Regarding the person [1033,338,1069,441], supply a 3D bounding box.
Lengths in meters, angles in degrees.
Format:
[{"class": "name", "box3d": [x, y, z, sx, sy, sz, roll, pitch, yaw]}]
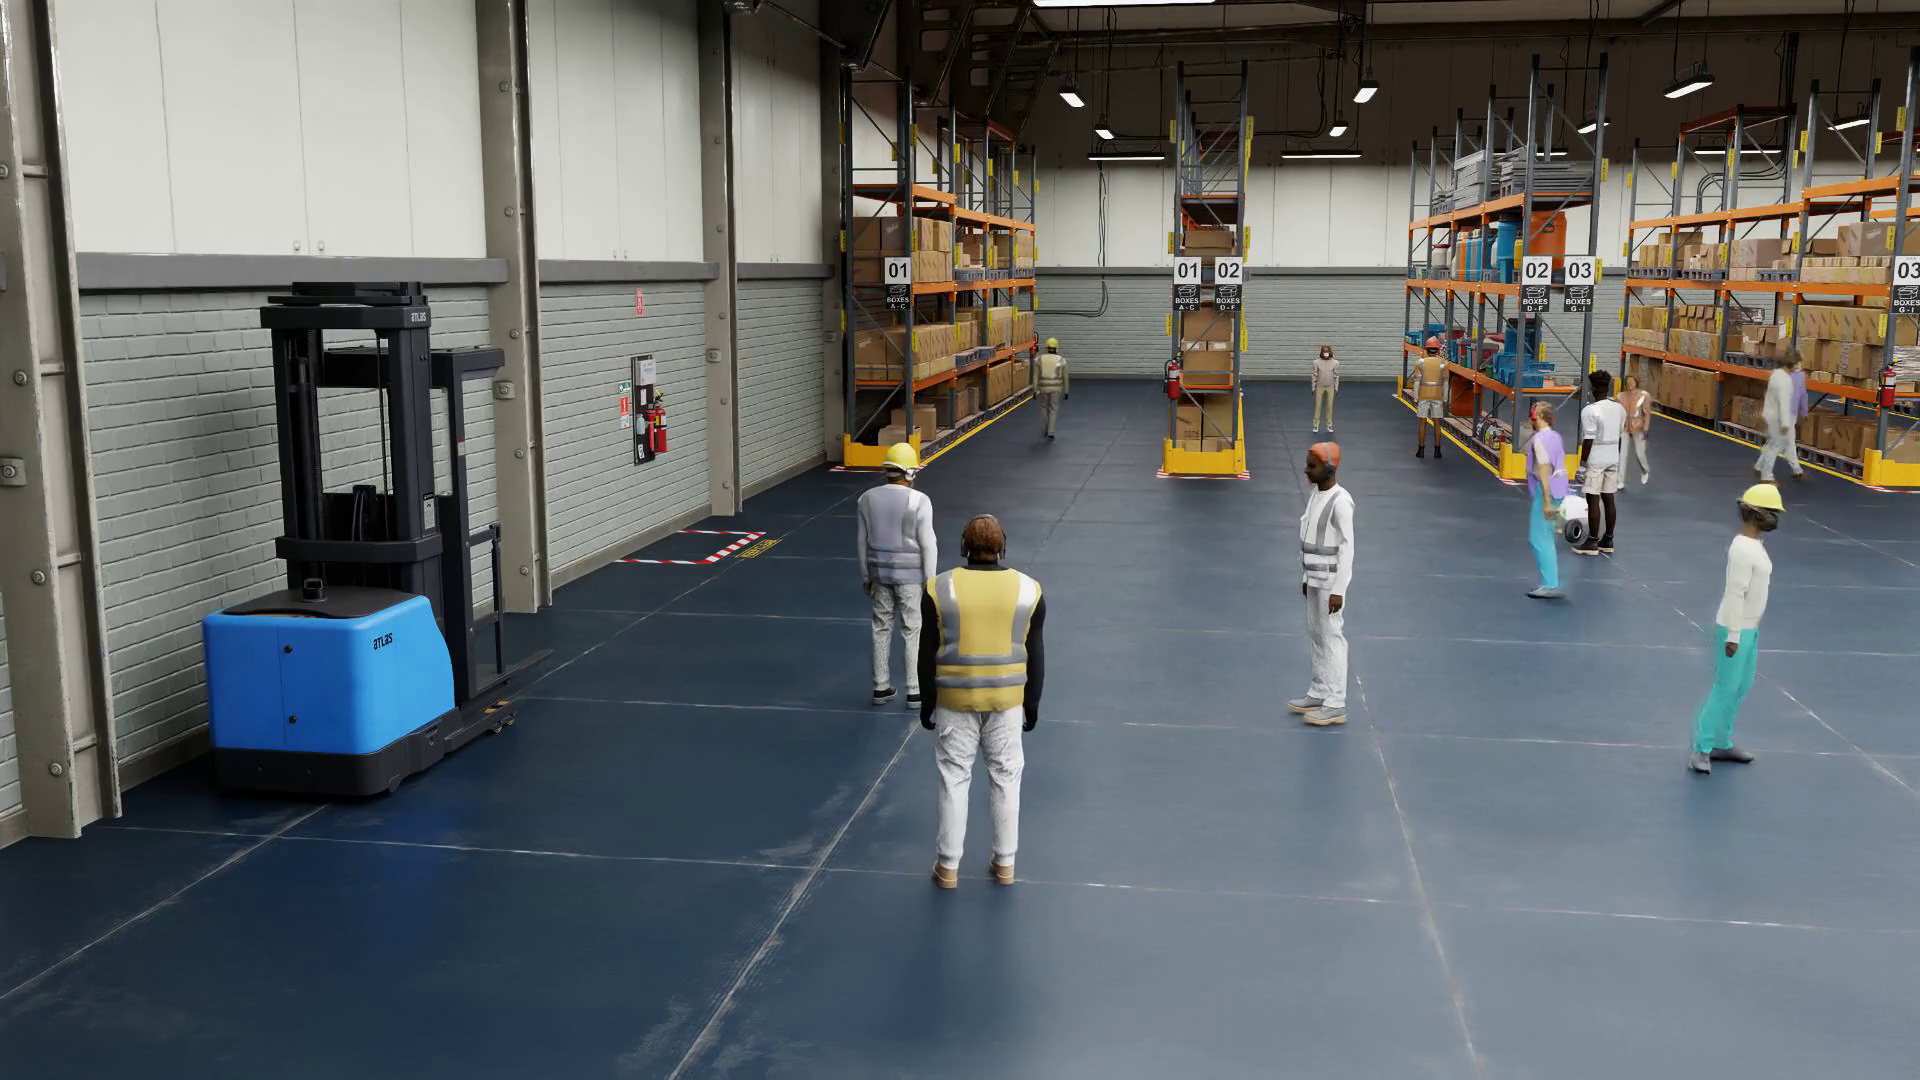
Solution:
[{"class": "person", "box3d": [1.657, -2.695, 29.693, 0.625, 1.806, 0.763, 3, 10, 17]}]

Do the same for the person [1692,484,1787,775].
[{"class": "person", "box3d": [4.701, 0.535, 10.047, 0.417, 1.735, 0.700, 6, 11, 32]}]

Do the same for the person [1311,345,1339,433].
[{"class": "person", "box3d": [6.808, -2.822, 31.023, 0.507, 1.632, 0.275, 1, 9, 5]}]

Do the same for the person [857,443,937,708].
[{"class": "person", "box3d": [-0.416, 0.239, 11.540, 0.600, 1.827, 0.404, 5, 10, 27]}]

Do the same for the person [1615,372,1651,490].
[{"class": "person", "box3d": [9.334, -1.524, 23.057, 0.524, 1.617, 0.689, 8, 12, 41]}]

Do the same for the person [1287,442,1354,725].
[{"class": "person", "box3d": [2.438, 0.279, 11.122, 0.337, 1.883, 0.584, -1, 9, -8]}]

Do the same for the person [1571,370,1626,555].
[{"class": "person", "box3d": [6.805, -0.830, 17.718, 0.608, 1.963, 0.371, -5, 11, -30]}]

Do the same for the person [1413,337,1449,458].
[{"class": "person", "box3d": [7.621, -2.311, 26.939, 0.553, 1.933, 0.370, 2, 9, 11]}]

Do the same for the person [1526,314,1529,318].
[{"class": "person", "box3d": [13.656, -4.507, 40.339, 0.614, 1.987, 0.407, -4, 10, -22]}]

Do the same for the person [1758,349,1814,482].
[{"class": "person", "box3d": [11.926, -1.813, 24.022, 0.647, 1.896, 1.023, -5, 10, -27]}]

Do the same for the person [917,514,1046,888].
[{"class": "person", "box3d": [0.102, 0.785, 8.175, 0.629, 1.838, 0.429, -1, 9, -8]}]

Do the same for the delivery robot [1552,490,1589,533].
[{"class": "delivery robot", "box3d": [6.895, -0.327, 18.793, 0.707, 0.478, 0.477, -7, 11, -37]}]

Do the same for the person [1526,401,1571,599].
[{"class": "person", "box3d": [5.418, -0.374, 15.394, 0.453, 1.804, 0.630, 6, 11, 32]}]

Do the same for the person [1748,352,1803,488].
[{"class": "person", "box3d": [11.340, -1.655, 23.020, 0.472, 1.897, 0.687, 3, 10, 19]}]

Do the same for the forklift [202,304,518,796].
[{"class": "forklift", "box3d": [-3.673, -0.038, 10.147, 1.129, 2.768, 1.873, 1, 9, 9]}]
